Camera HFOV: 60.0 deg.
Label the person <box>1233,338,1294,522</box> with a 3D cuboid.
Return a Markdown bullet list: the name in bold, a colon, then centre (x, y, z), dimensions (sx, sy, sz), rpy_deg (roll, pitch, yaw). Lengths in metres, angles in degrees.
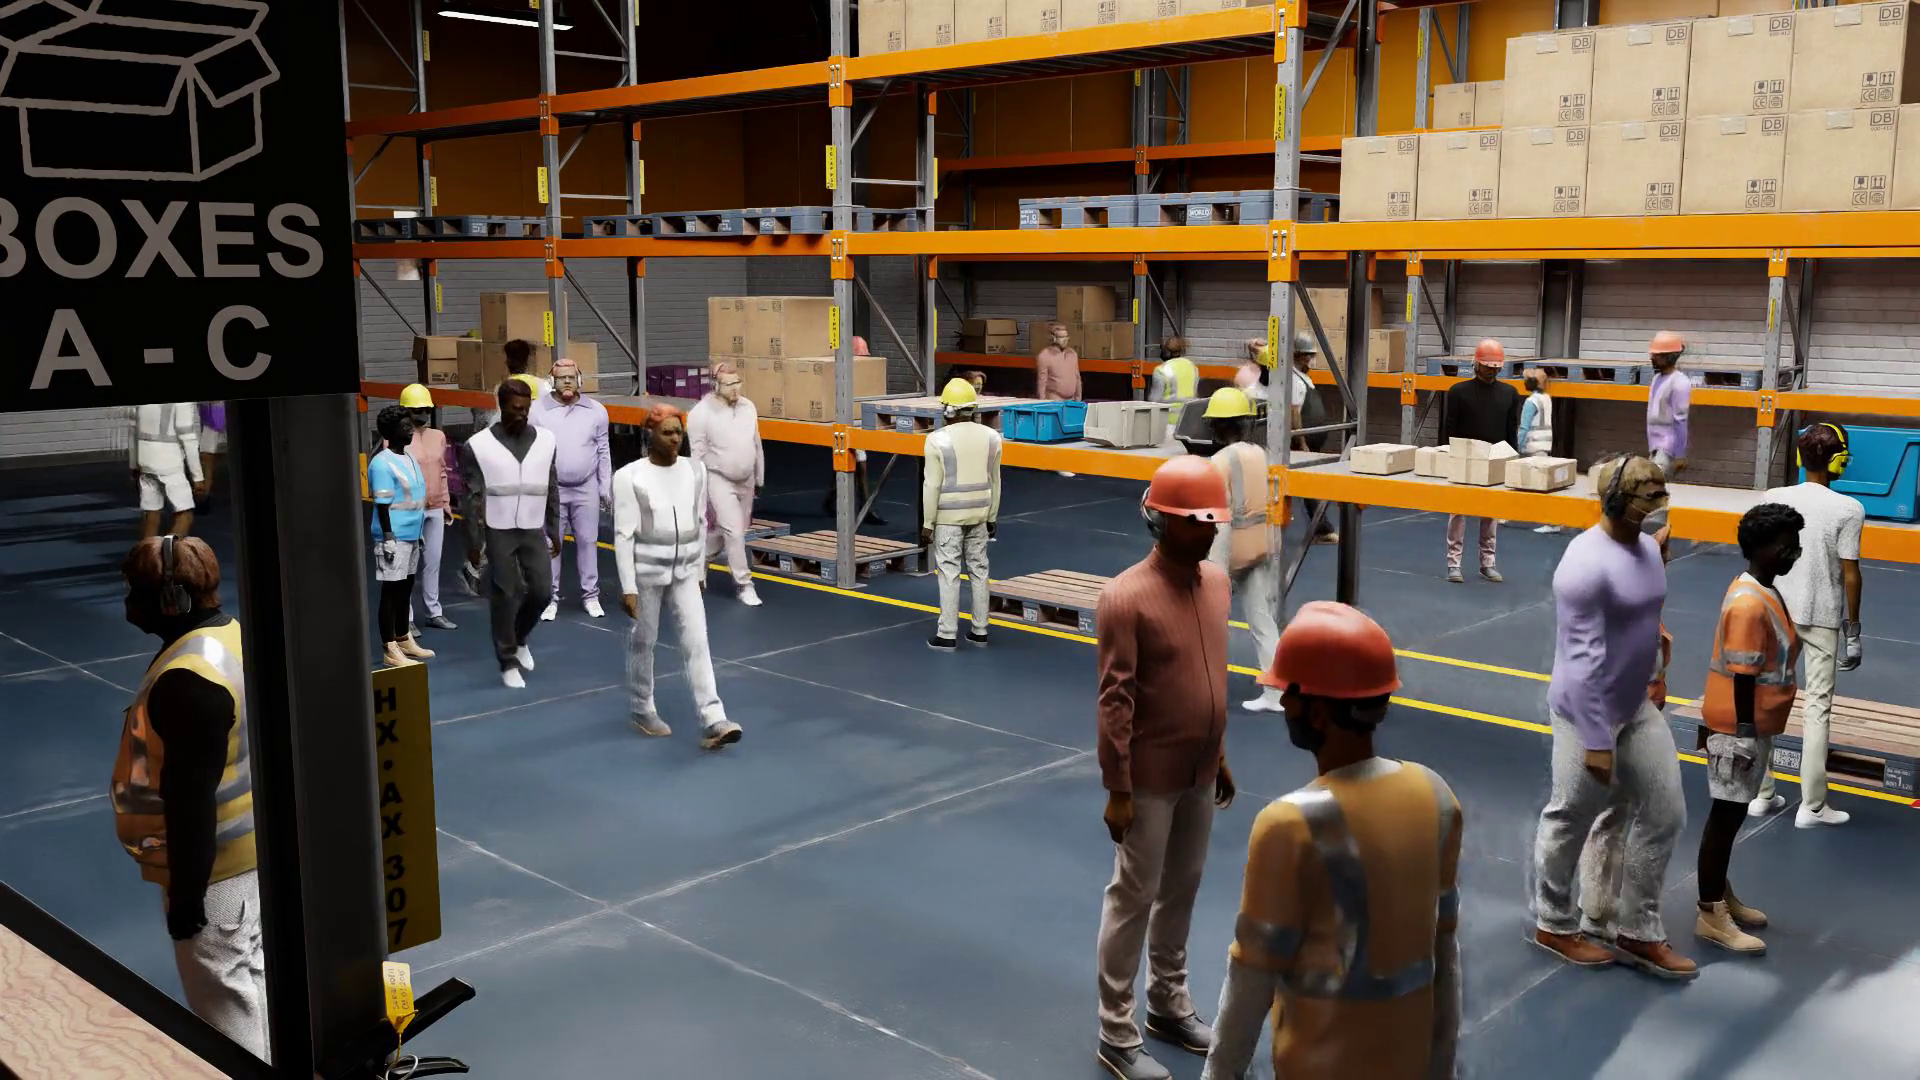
- **person**: centre (3.006, -1.065, 16.548), dimensions (0.804, 1.872, 0.671), rpy_deg (5, 11, 28)

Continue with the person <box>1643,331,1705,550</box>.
- **person**: centre (6.315, -0.834, 14.687), dimensions (0.769, 2.027, 0.617), rpy_deg (0, 9, 2)

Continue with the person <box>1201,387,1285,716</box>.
- **person**: centre (1.517, 0.058, 9.658), dimensions (0.983, 1.874, 0.613), rpy_deg (8, 12, 40)

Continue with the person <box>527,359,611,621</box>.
- **person**: centre (-2.862, -0.366, 12.158), dimensions (0.641, 1.912, 0.407), rpy_deg (-3, 10, -20)

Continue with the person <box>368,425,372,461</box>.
- **person**: centre (-7.278, -1.589, 19.928), dimensions (0.642, 1.808, 0.784), rpy_deg (7, 12, 38)

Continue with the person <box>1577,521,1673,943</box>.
- **person**: centre (2.545, 0.712, 6.382), dimensions (0.307, 1.636, 0.525), rpy_deg (4, 10, 21)

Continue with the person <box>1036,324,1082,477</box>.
- **person**: centre (1.201, -1.740, 20.677), dimensions (0.653, 1.882, 0.749), rpy_deg (-8, 12, -42)

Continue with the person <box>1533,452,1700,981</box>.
- **person**: centre (2.386, 0.650, 5.907), dimensions (0.648, 1.911, 0.737), rpy_deg (-8, 12, -41)

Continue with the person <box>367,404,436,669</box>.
- **person**: centre (-3.601, -0.023, 10.703), dimensions (0.319, 1.697, 0.532), rpy_deg (1, 9, 3)

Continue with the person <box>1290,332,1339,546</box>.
- **person**: centre (3.065, -0.964, 15.420), dimensions (1.029, 2.000, 0.695), rpy_deg (5, 10, 28)

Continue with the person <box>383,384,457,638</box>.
- **person**: centre (-3.768, -0.210, 11.639), dimensions (0.312, 1.767, 0.533), rpy_deg (6, 11, 31)

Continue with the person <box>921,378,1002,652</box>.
- **person**: centre (-0.006, -0.168, 11.160), dimensions (0.600, 1.836, 0.404), rpy_deg (-6, 11, -32)

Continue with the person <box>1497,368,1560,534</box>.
- **person**: centre (5.496, -0.870, 16.174), dimensions (0.835, 1.592, 0.544), rpy_deg (6, 11, 35)

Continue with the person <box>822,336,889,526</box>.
- **person**: centre (-1.099, -1.116, 16.815), dimensions (0.971, 1.899, 0.557), rpy_deg (8, 12, 39)

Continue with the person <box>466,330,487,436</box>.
- **person**: centre (-6.686, -2.000, 22.763), dimensions (0.495, 1.713, 0.801), rpy_deg (4, 10, 23)

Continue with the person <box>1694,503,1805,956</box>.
- **person**: centre (2.983, 0.694, 6.299), dimensions (0.319, 1.698, 0.539), rpy_deg (5, 11, 29)

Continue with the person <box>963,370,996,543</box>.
- **person**: centre (0.065, -0.798, 15.689), dimensions (0.521, 1.617, 0.646), rpy_deg (-6, 11, -34)

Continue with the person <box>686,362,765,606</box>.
- **person**: centre (-1.842, -0.445, 12.802), dimensions (0.822, 1.869, 0.676), rpy_deg (8, 12, 42)

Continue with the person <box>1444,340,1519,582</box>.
- **person**: centre (4.259, -0.639, 13.597), dimensions (0.610, 1.986, 0.393), rpy_deg (0, 9, -1)

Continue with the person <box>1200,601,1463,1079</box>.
- **person**: centre (0.786, 1.068, 3.478), dimensions (0.566, 1.885, 1.012), rpy_deg (-8, 12, -40)

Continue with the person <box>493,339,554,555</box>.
- **person**: centre (-3.894, -0.800, 14.712), dimensions (0.605, 1.938, 0.744), rpy_deg (-9, 13, -44)

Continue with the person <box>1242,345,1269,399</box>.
- **person**: centre (2.667, -0.773, 14.656), dimensions (0.477, 1.900, 0.631), rpy_deg (8, 12, 40)

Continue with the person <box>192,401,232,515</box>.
- **person**: centre (-7.794, -1.225, 17.507), dimensions (0.563, 1.886, 0.986), rpy_deg (1, 9, 7)

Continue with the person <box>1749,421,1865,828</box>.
- **person**: centre (3.896, 0.387, 7.668), dimensions (0.309, 1.868, 0.534), rpy_deg (-6, 11, -34)

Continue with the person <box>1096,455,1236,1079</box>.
- **person**: centre (0.673, 0.718, 5.256), dimensions (0.398, 1.989, 0.621), rpy_deg (9, 13, 43)

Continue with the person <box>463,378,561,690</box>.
- **person**: centre (-2.732, -0.042, 10.190), dimensions (0.620, 1.899, 0.455), rpy_deg (-7, 12, -37)

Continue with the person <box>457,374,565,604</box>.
- **person**: centre (-3.505, -0.393, 12.754), dimensions (0.876, 1.784, 0.636), rpy_deg (1, 9, 8)

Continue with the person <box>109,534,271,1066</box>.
- **person**: centre (-2.149, 0.890, 4.712), dimensions (0.431, 1.836, 0.619), rpy_deg (-3, 10, -19)

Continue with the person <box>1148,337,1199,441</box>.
- **person**: centre (2.295, -1.303, 18.163), dimensions (0.654, 1.821, 0.490), rpy_deg (-7, 12, -39)

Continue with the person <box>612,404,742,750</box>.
- **person**: centre (-1.527, 0.209, 8.832), dimensions (0.601, 1.835, 0.974), rpy_deg (-7, 11, -36)

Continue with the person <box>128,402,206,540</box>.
- **person**: centre (-6.280, -0.557, 13.126), dimensions (0.738, 1.988, 0.392), rpy_deg (4, 10, 23)
